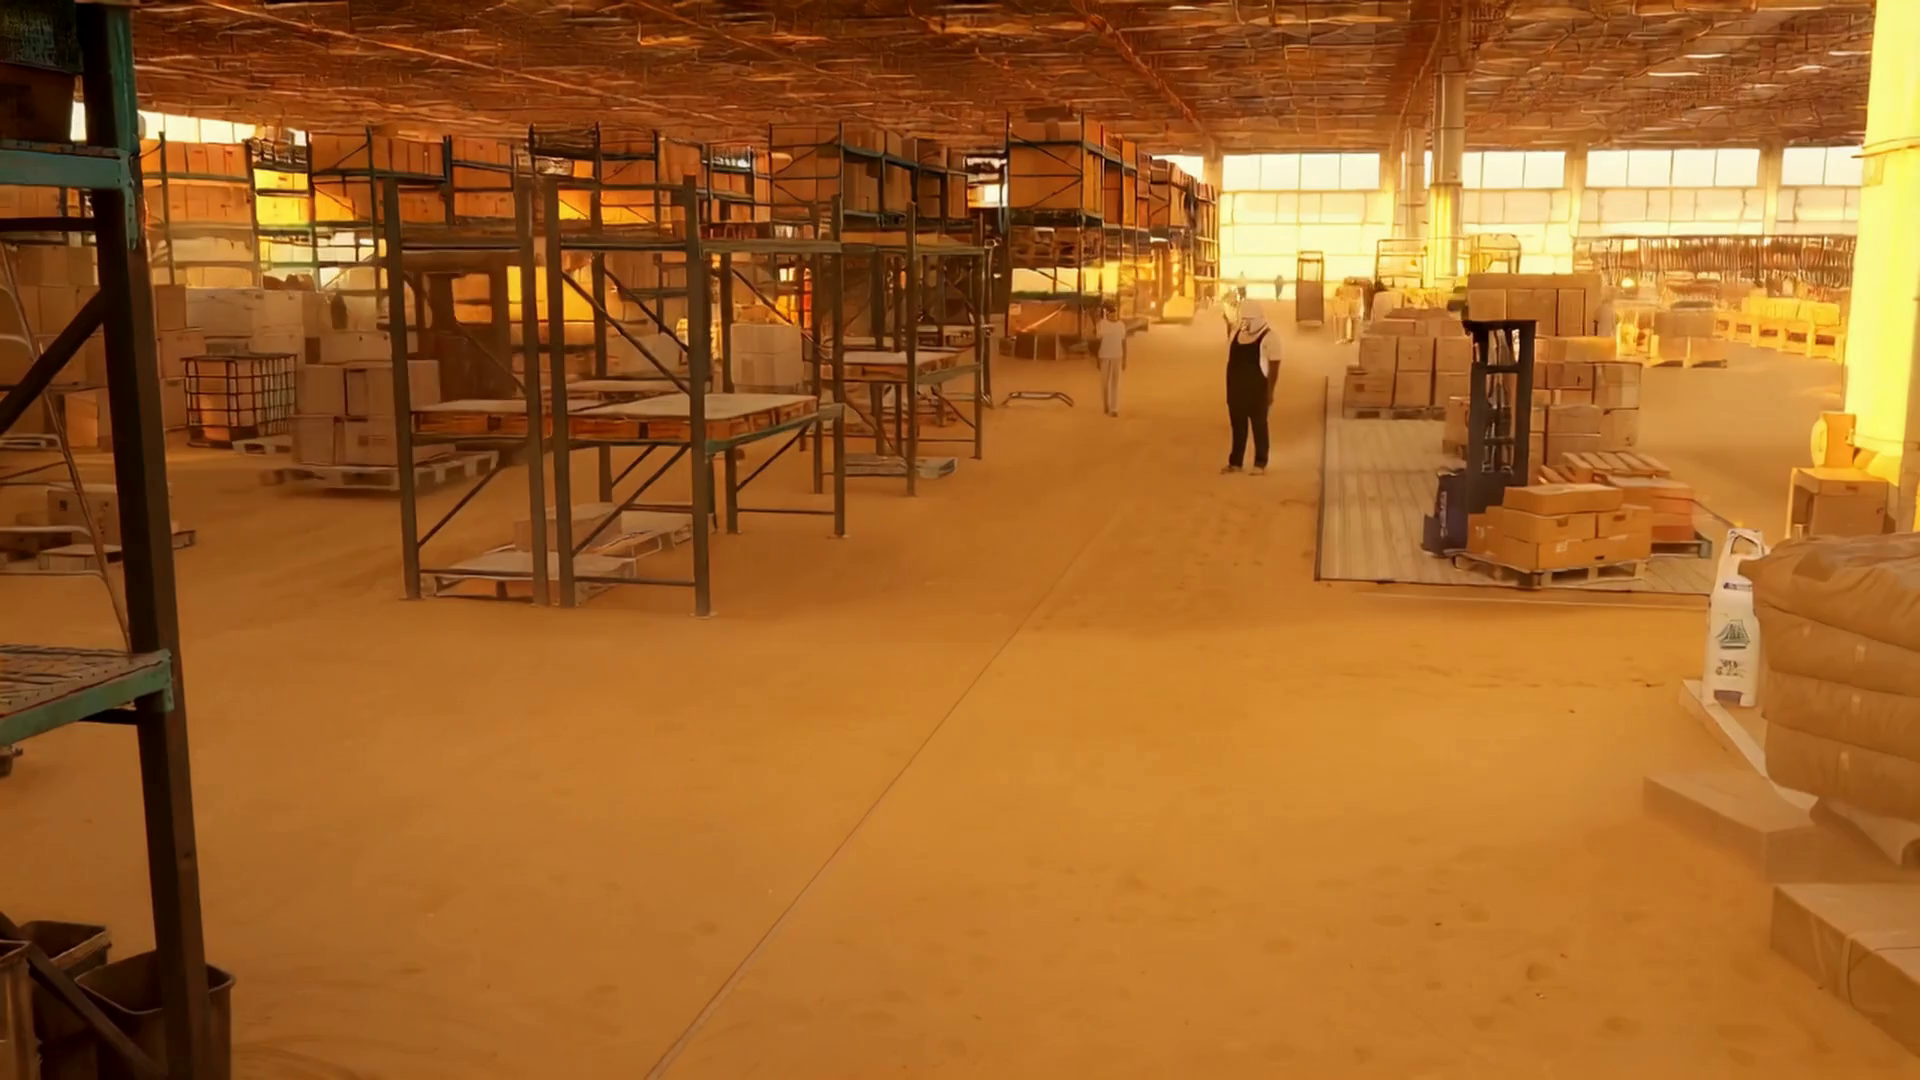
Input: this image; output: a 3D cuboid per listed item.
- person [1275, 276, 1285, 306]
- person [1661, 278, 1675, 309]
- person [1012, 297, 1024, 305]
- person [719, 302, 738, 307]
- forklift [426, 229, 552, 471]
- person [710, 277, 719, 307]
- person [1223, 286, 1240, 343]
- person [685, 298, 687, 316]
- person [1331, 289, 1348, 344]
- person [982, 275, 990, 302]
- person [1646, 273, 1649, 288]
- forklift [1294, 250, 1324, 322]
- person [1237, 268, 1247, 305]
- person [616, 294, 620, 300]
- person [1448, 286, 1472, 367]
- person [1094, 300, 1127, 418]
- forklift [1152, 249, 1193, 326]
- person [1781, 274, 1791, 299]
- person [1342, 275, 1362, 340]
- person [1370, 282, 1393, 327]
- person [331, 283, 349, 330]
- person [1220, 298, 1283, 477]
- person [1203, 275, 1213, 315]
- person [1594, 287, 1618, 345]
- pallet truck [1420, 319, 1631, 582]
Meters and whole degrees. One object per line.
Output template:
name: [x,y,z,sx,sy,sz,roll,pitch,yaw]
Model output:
person: [17.043,-13.256,88.476,0.528,1.594,0.844,-7,12,-35]
person: [24.695,-8.224,58.055,0.403,1.820,0.602,6,11,32]
person: [2.045,-8.364,59.030,0.525,1.769,0.308,9,13,42]
person: [-5.904,-5.506,42.465,0.514,1.644,0.307,-5,11,-29]
forklift: [-5.826,-2.322,19.957,1.129,2.768,1.873,2,10,12]
person: [-7.531,-7.059,50.790,0.359,1.938,0.635,-7,12,-35]
person: [8.016,-6.673,49.274,0.546,1.680,0.559,-3,10,-17]
person: [-7.649,-6.445,47.939,0.539,1.676,0.695,3,10,17]
person: [11.206,-6.599,49.073,0.508,1.610,0.751,4,10,21]
person: [1.544,-14.516,95.045,0.810,1.913,0.634,3,10,20]
person: [36.949,-13.538,89.775,0.507,1.732,0.560,2,10,10]
forklift: [13.778,-10.002,65.433,1.129,2.768,1.873,2,10,12]
person: [15.224,-13.653,89.710,0.628,1.981,0.647,-3,10,-18]
person: [-8.444,-5.241,40.938,0.522,1.631,0.317,0,10,-1]
person: [11.137,-4.686,36.927,0.954,1.872,0.616,-4,10,-20]
person: [2.391,-2.873,26.309,0.523,1.851,0.741,1,10,8]
forklift: [7.646,-9.320,61.395,1.873,2.768,1.129,2,10,11]
person: [35.802,-10.614,72.110,0.562,1.847,0.390,-8,12,-39]
person: [12.093,-7.174,51.320,0.624,1.999,1.032,4,10,23]
person: [10.635,-5.574,42.133,0.670,1.888,0.477,-7,12,-36]
person: [-13.803,-4.762,37.194,0.999,1.940,0.632,1,10,5]
person: [3.287,-1.735,18.963,0.538,2.000,0.683,-9,13,-44]
person: [11.094,-10.963,74.423,0.317,1.766,0.535,-7,12,-36]
person: [12.960,-4.122,33.485,0.625,1.941,0.855,-8,12,-38]
pallet truck: [4.543,-0.757,13.299,0.823,1.965,1.885,-4,10,-22]
